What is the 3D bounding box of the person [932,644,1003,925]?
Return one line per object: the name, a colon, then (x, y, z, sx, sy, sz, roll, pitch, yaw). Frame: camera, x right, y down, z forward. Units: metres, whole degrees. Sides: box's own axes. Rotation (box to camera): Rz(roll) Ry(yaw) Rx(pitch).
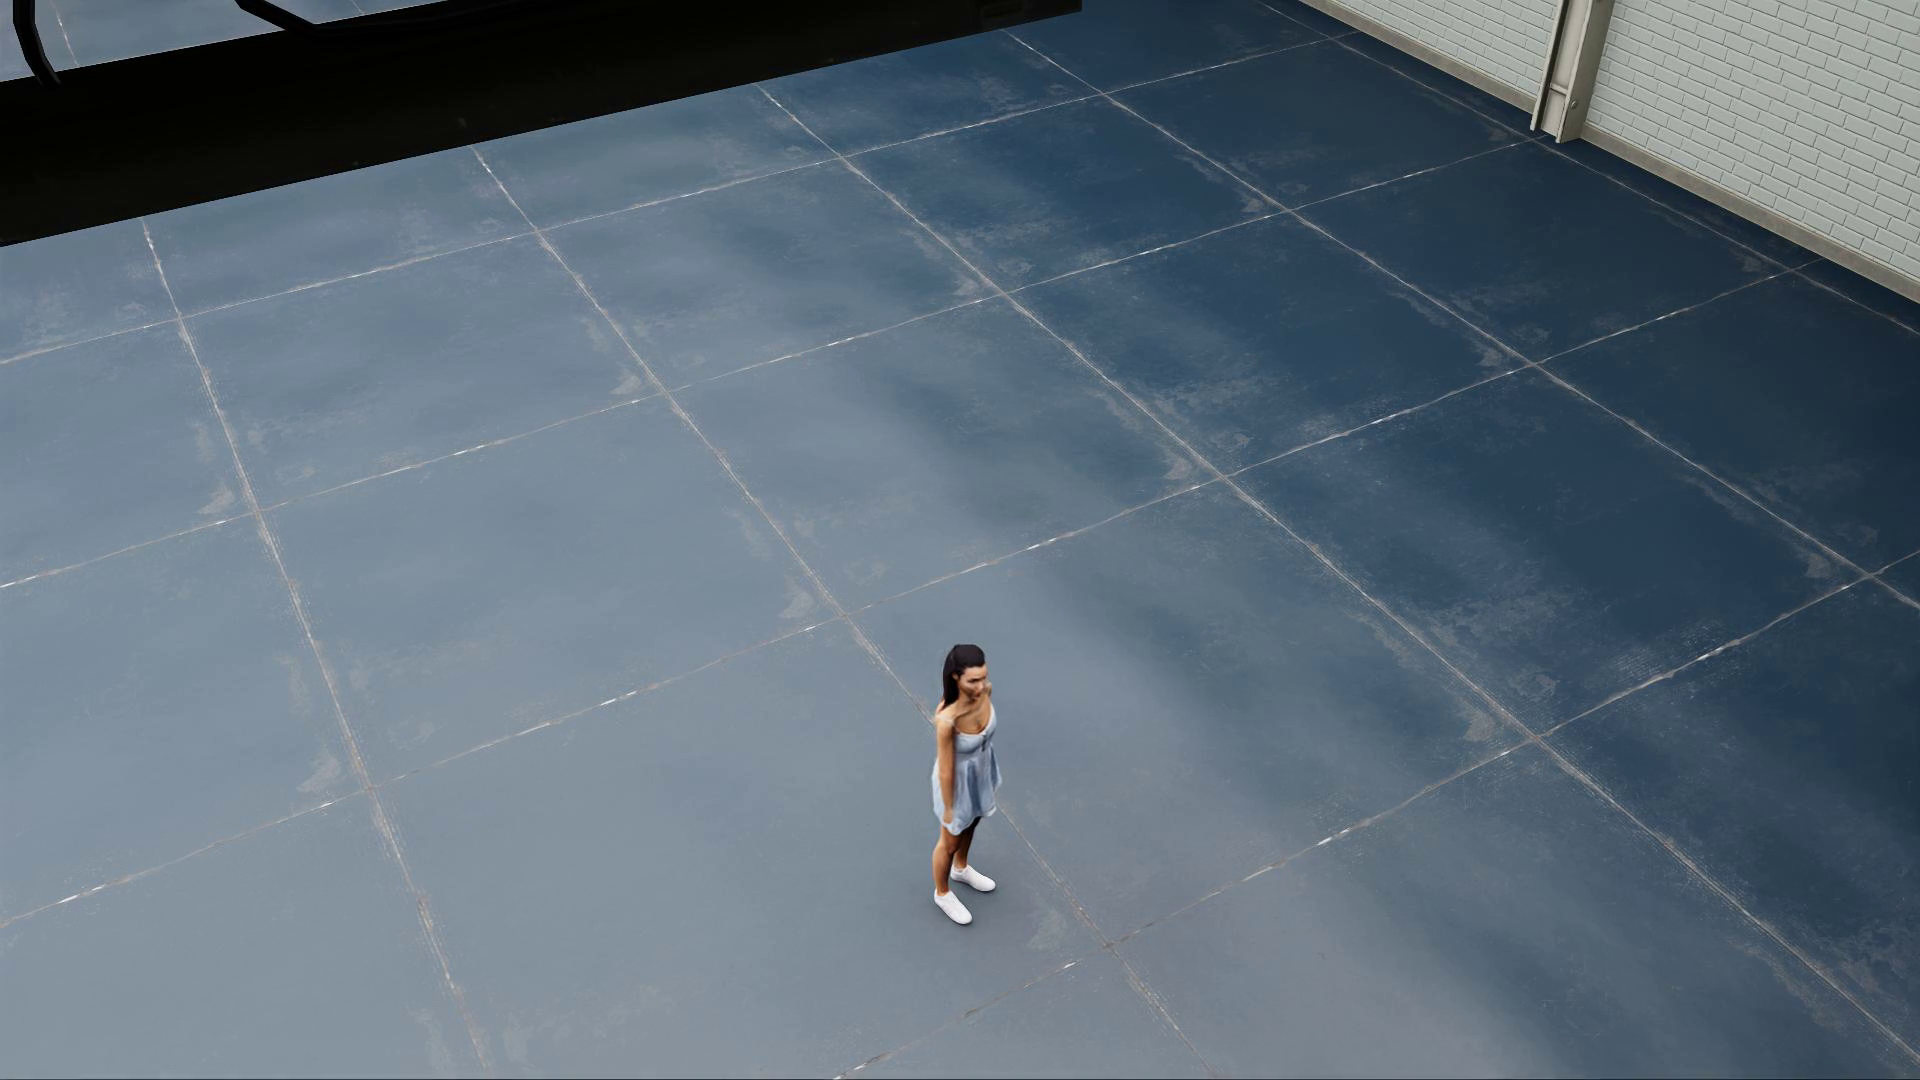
person: (0.019, 1.183, 8.268, 0.673, 1.729, 0.668, 21, 43, 25)
